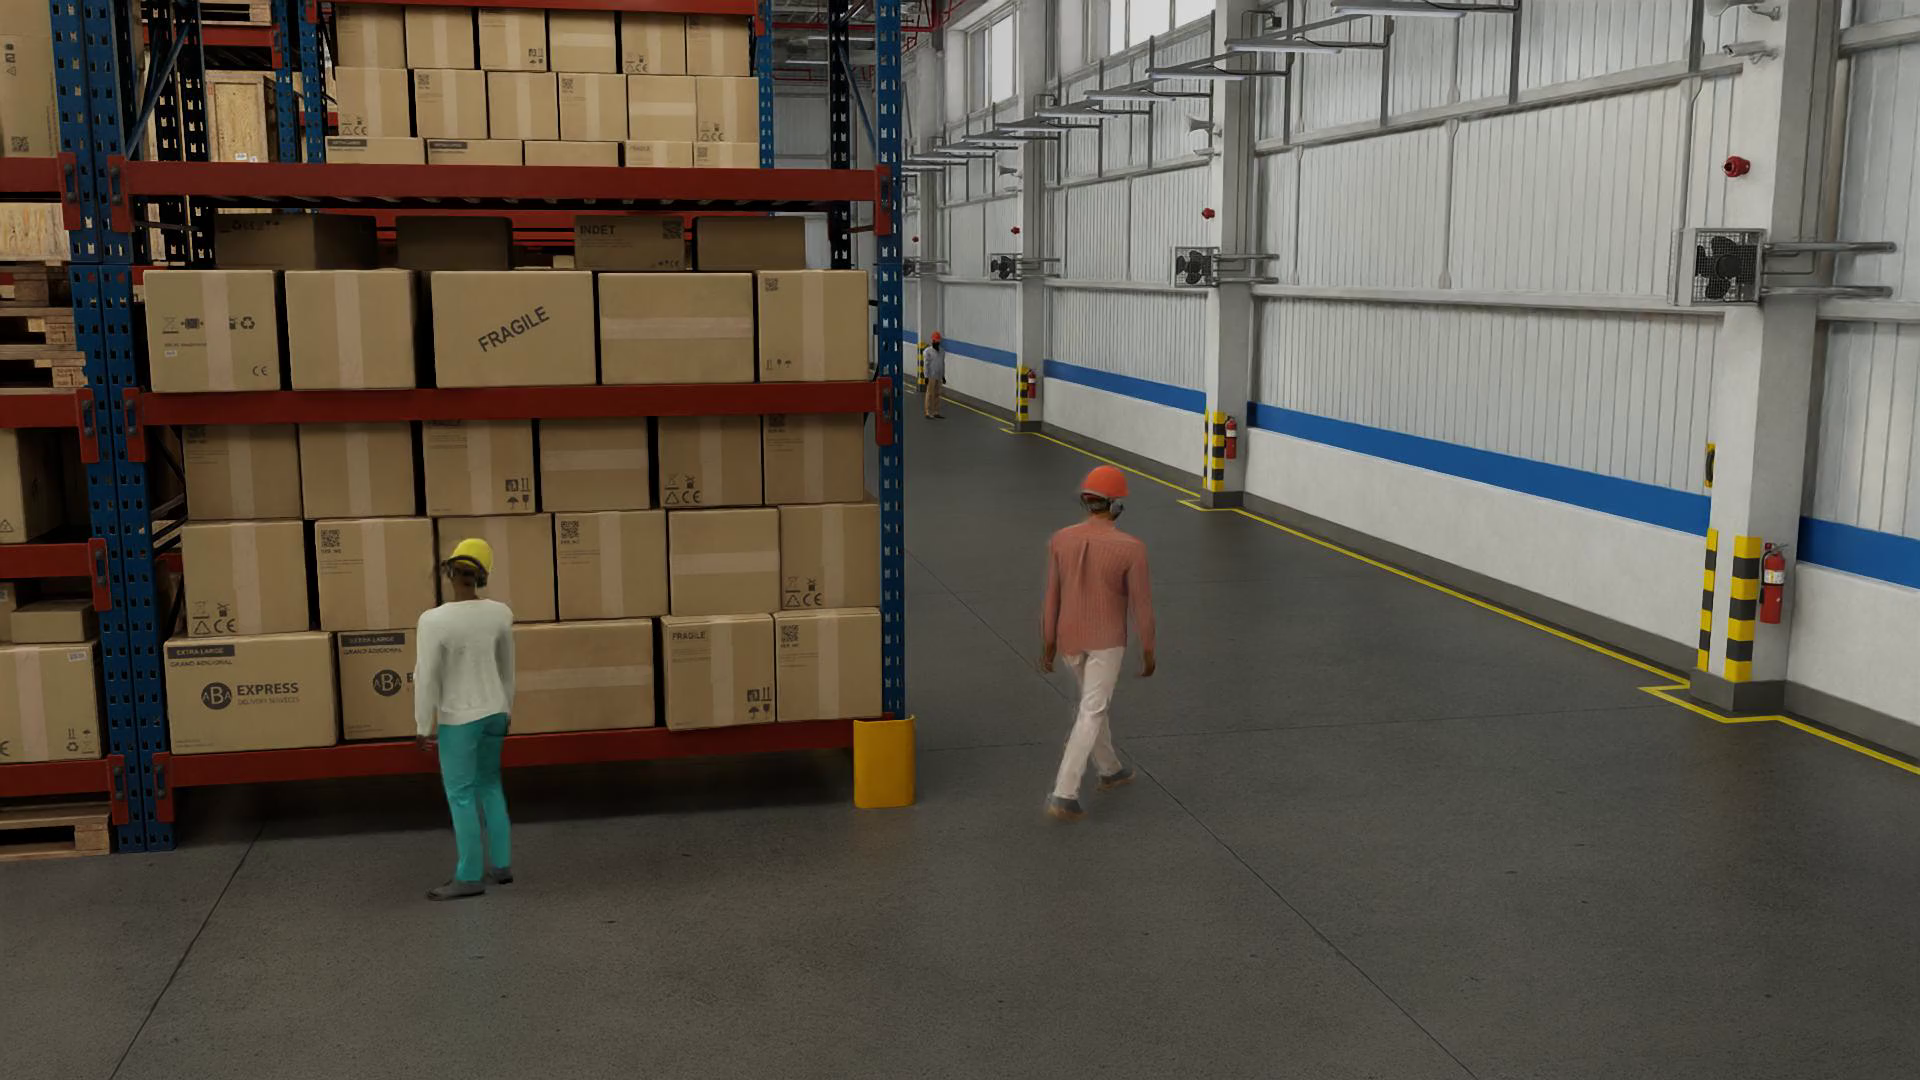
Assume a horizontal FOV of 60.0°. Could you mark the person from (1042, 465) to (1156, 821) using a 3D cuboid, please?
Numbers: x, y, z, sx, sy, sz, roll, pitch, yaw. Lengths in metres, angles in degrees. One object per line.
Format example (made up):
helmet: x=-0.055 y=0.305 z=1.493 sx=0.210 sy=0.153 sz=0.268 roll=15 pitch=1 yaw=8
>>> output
person: x=0.754 y=0.556 z=9.293 sx=0.638 sy=1.945 sz=1.032 roll=7 pitch=12 yaw=36

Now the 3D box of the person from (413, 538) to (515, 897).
person: x=-2.353 y=0.871 z=8.005 sx=0.331 sy=1.733 sz=0.565 roll=6 pitch=11 yaw=31

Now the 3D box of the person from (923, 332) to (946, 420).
person: x=-0.487 y=-3.281 z=33.236 sx=0.563 sy=1.748 sz=0.340 roll=-9 pitch=13 yaw=-44
